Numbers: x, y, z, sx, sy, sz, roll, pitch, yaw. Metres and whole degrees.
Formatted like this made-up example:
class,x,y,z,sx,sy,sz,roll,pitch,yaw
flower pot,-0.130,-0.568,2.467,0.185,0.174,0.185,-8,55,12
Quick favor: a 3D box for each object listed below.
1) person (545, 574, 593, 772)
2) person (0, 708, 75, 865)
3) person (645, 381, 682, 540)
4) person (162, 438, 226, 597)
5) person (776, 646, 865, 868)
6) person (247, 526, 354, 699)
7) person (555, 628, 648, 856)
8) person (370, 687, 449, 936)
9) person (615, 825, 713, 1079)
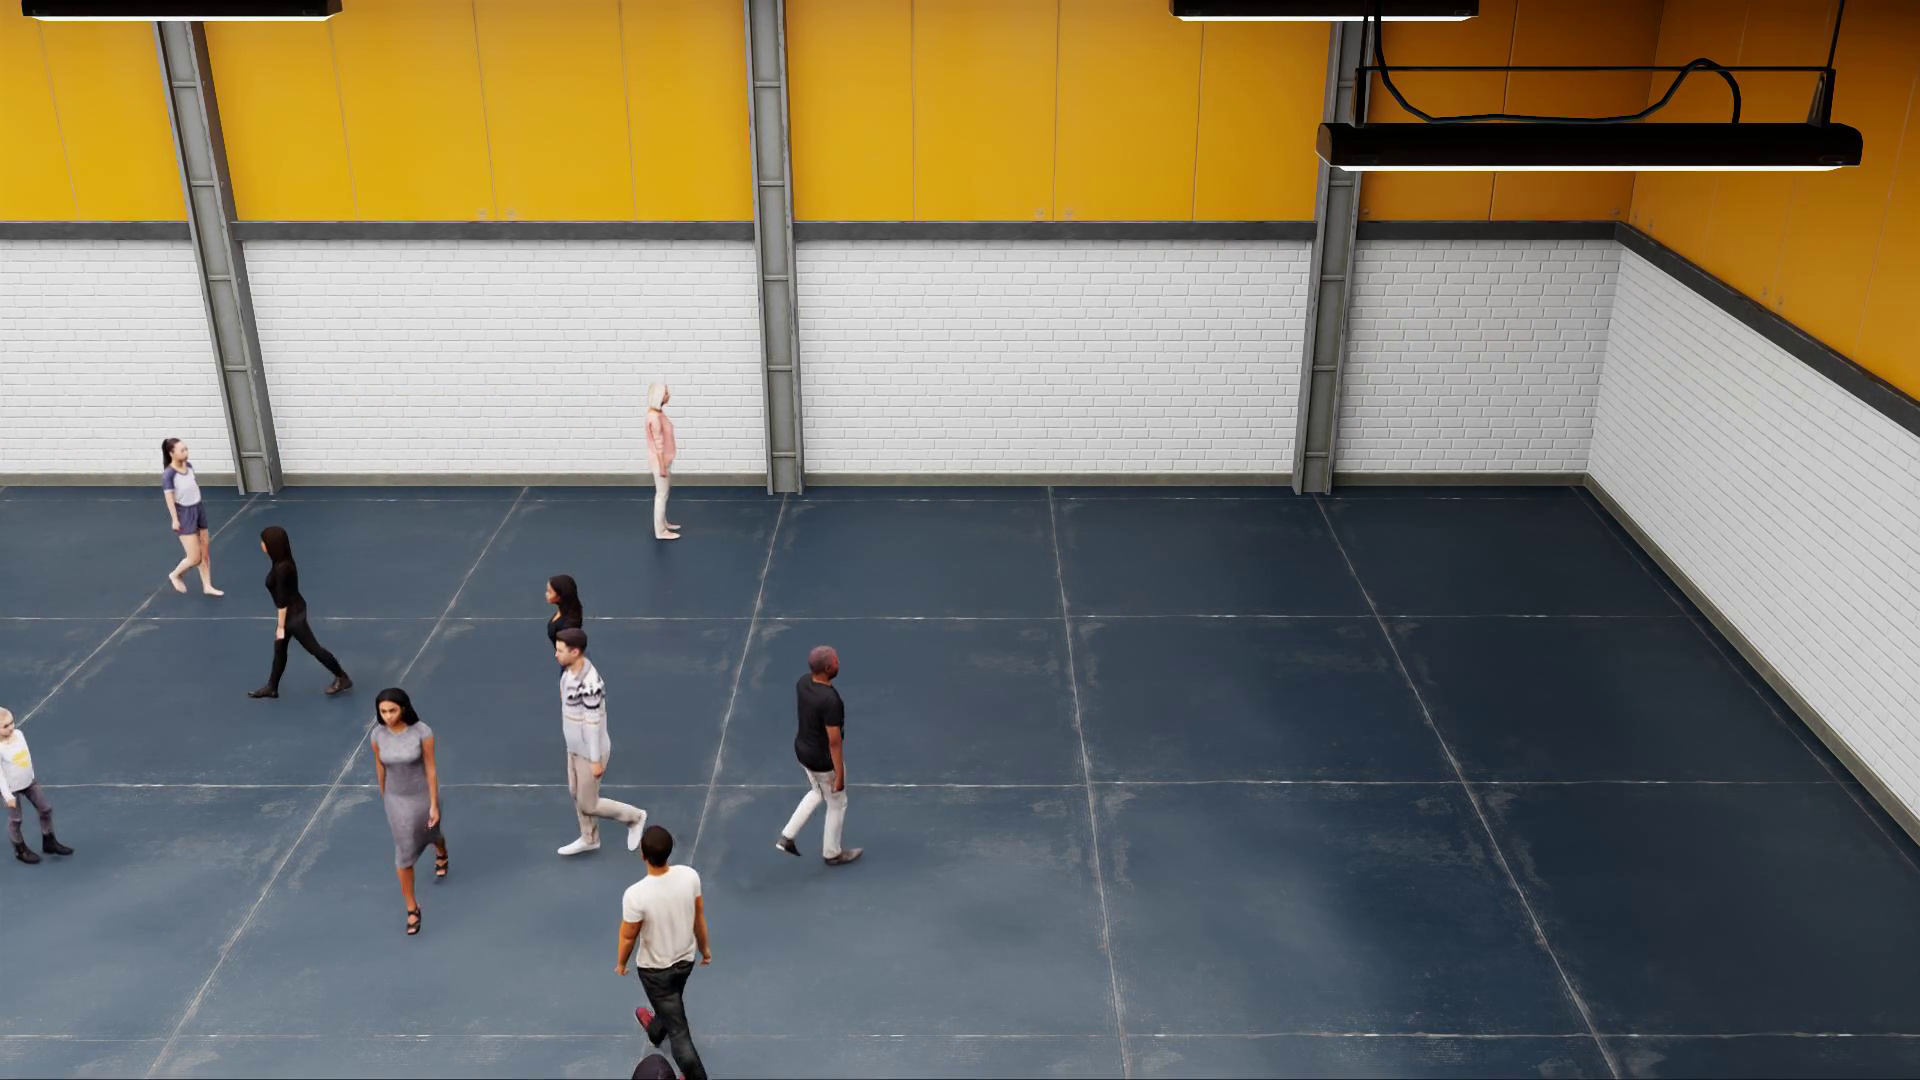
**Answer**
class,x,y,z,sx,sy,sz,roll,pitch,yaw
person,-2.970,1.042,13.144,0.655,1.734,0.658,-6,24,-13
person,-6.893,1.770,12.062,0.699,1.266,0.594,6,24,14
person,-3.152,-0.847,17.478,0.562,1.724,0.620,-4,24,-8
person,-7.536,-0.201,16.103,0.777,1.641,0.679,5,24,11
person,-1.061,1.583,11.838,1.028,1.789,0.937,-16,28,-32
person,-5.616,0.645,14.214,1.165,1.604,0.850,-8,25,-18
person,-2.621,1.478,12.027,1.018,1.830,0.911,-11,26,-24
person,-3.742,1.771,11.465,1.041,1.742,0.746,-4,24,-8
person,-1.670,2.519,9.730,1.138,1.762,1.165,-19,30,-37
